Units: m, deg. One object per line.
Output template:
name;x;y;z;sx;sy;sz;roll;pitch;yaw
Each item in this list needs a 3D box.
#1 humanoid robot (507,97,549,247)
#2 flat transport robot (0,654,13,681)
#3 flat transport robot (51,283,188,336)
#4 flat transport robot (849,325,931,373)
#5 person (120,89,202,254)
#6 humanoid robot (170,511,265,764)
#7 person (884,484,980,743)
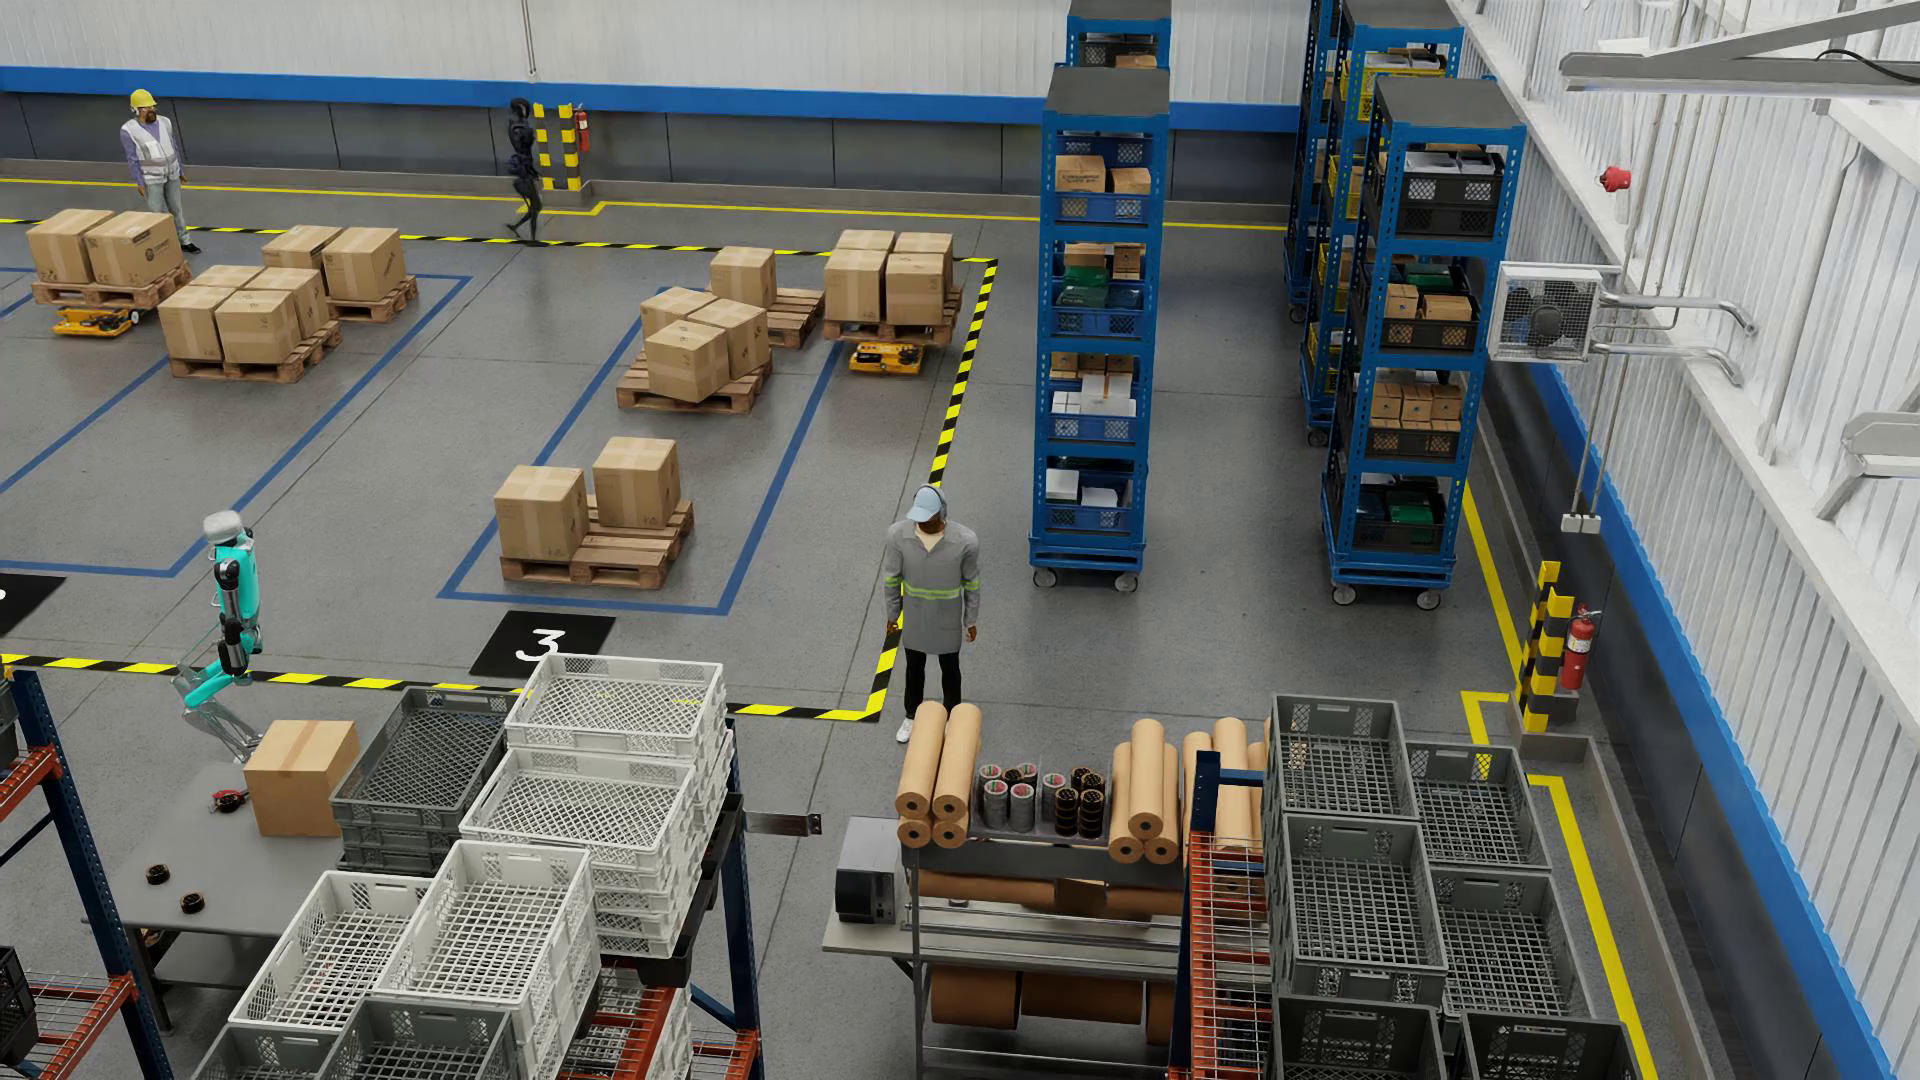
humanoid robot;-4.814;-4.007;18.153;0.454;1.636;0.612;-2;30;-4
flat transport robot;-7.142;0.969;11.010;1.431;0.231;0.659;3;30;6
flat transport robot;-8.489;-2.436;16.830;0.652;0.197;1.431;3;30;6
flat transport robot;-0.634;-2.010;16.097;0.652;0.197;1.431;3;30;6
person;-8.578;-3.912;17.833;0.404;1.837;0.589;17;34;27
humanoid robot;-4.508;0.619;10.022;0.735;1.672;0.533;-5;31;-9
person;-0.180;0.471;10.292;0.597;1.850;0.384;5;31;8
